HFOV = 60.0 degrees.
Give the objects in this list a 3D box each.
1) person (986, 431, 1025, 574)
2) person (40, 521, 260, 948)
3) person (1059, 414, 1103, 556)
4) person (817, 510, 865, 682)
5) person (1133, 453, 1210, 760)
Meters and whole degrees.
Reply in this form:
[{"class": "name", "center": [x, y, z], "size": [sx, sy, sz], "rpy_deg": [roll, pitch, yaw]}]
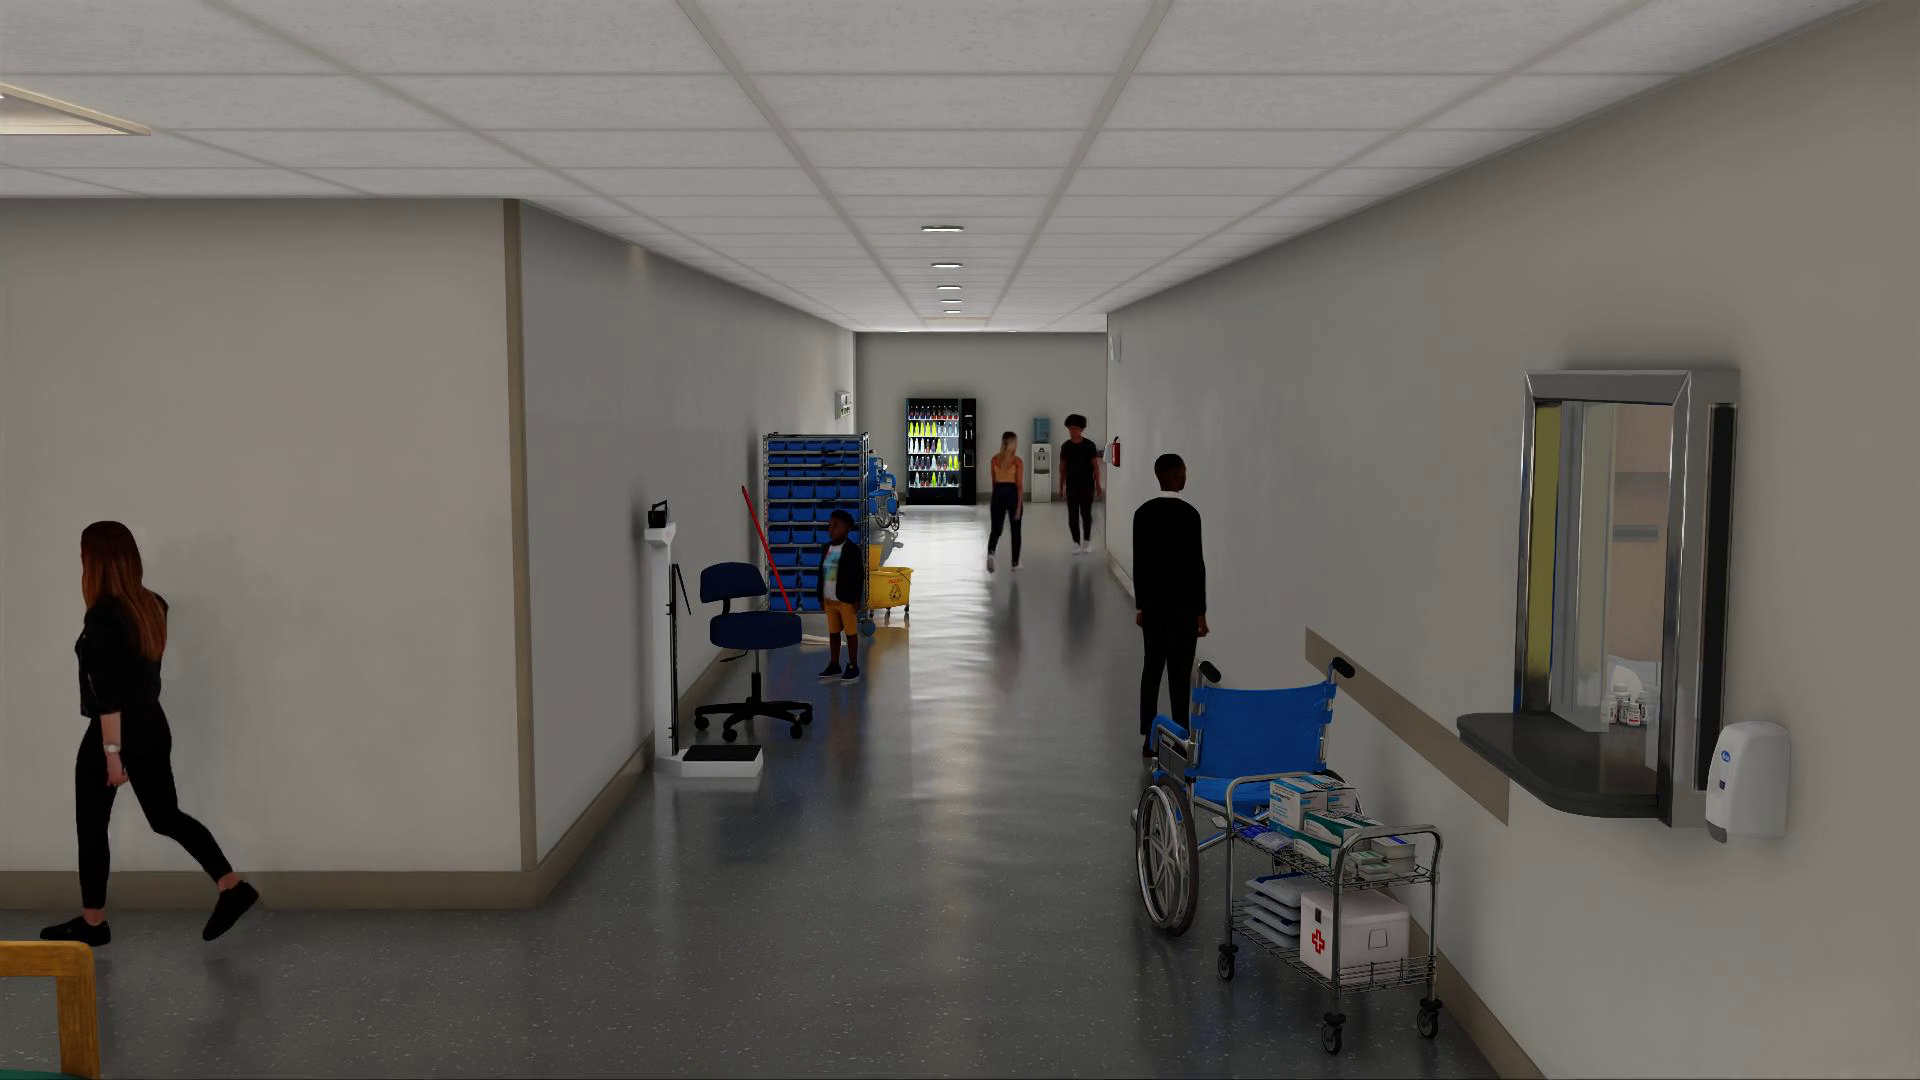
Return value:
[{"class": "person", "center": [0.481, -0.390, 18.640], "size": [1.109, 1.594, 0.881], "rpy_deg": [2, 6, 19]}, {"class": "person", "center": [-3.172, 0.784, 6.539], "size": [1.110, 1.680, 0.698], "rpy_deg": [1, 6, 9]}, {"class": "person", "center": [1.536, -0.693, 20.832], "size": [0.723, 1.758, 0.829], "rpy_deg": [2, 6, 15]}, {"class": "person", "center": [-0.879, 0.402, 12.389], "size": [0.589, 1.270, 0.670], "rpy_deg": [3, 7, 30]}, {"class": "person", "center": [1.231, 0.387, 9.846], "size": [0.700, 1.809, 0.778], "rpy_deg": [5, 8, 40]}]
